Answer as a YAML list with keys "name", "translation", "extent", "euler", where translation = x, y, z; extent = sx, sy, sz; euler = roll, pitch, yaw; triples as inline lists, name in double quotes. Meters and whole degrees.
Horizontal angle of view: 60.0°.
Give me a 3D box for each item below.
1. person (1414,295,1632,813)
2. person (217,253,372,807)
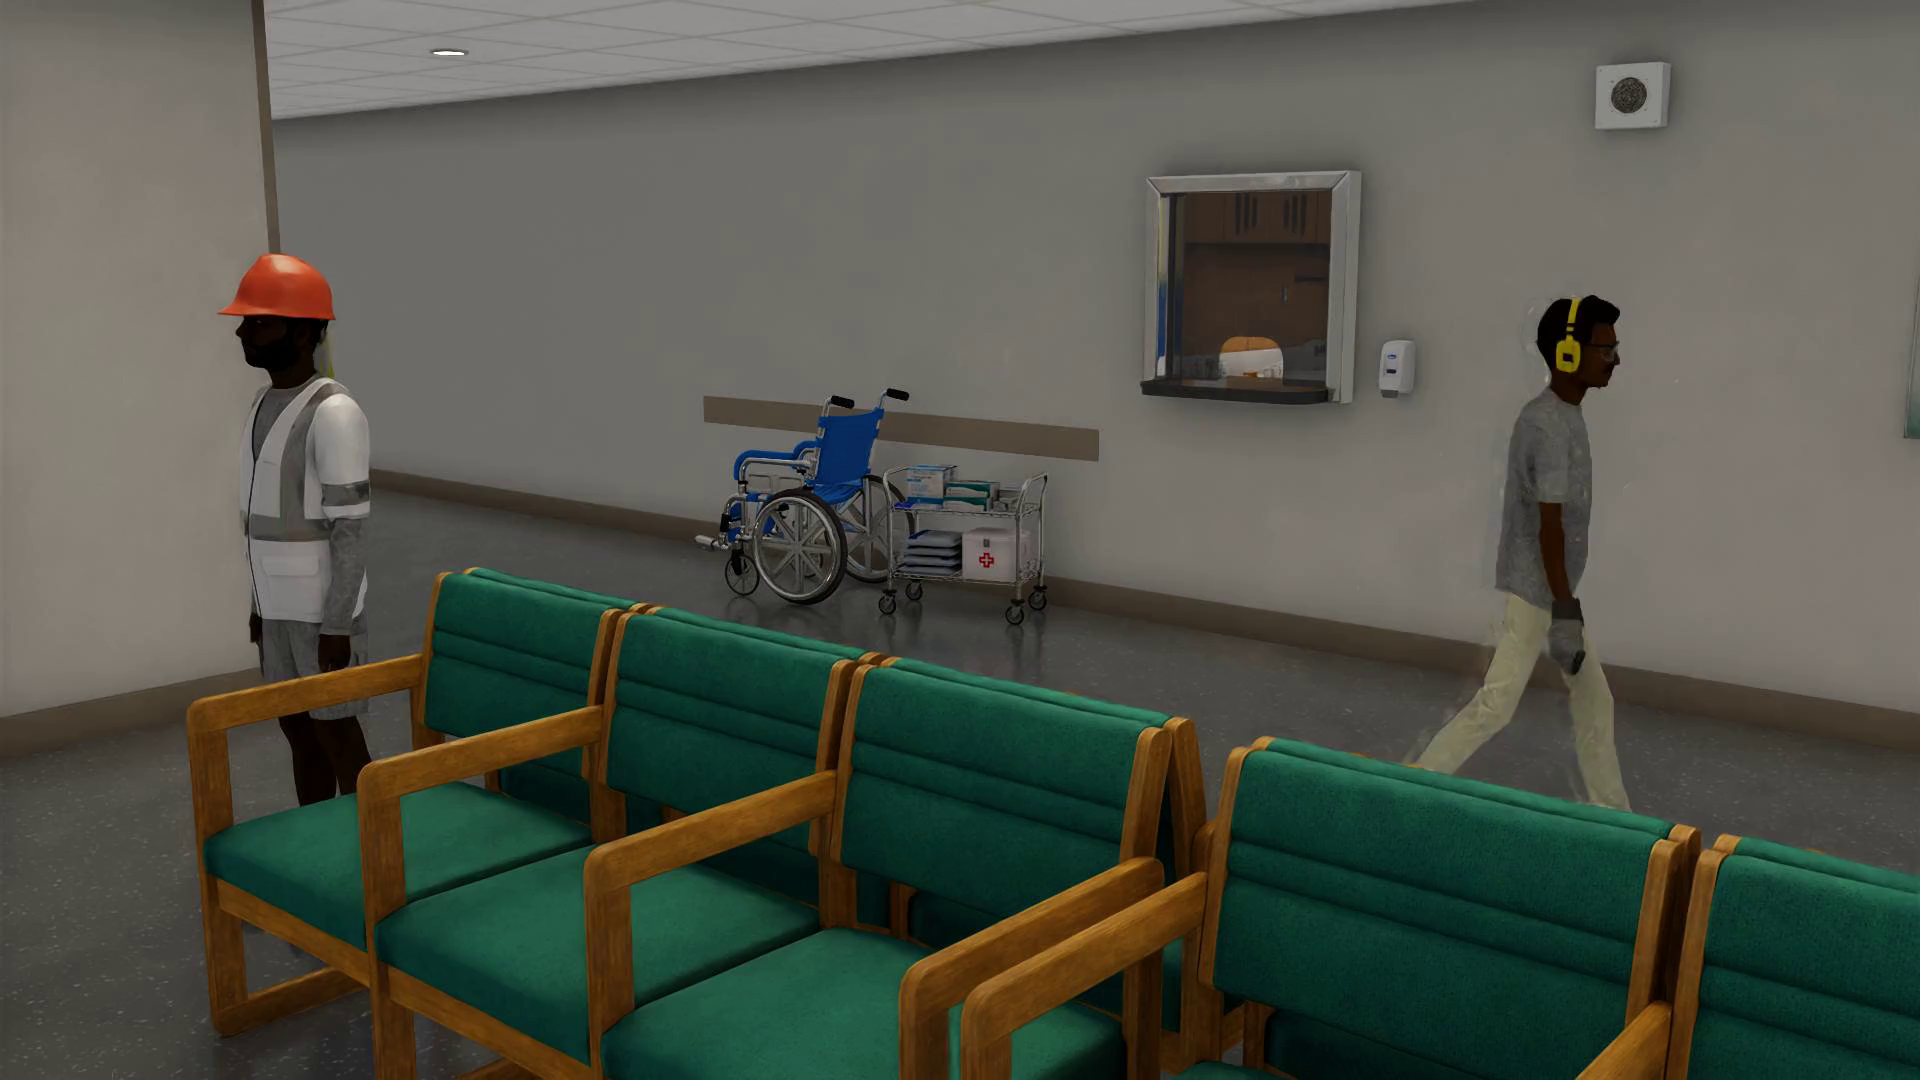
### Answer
- name: "person"
  translation: [1.794, 0.160, 5.136]
  extent: [0.988, 1.826, 0.548]
  euler: [4, 11, 23]
- name: "person"
  translation: [-1.878, 0.168, 4.742]
  extent: [0.544, 1.943, 0.347]
  euler: [9, 13, 41]
